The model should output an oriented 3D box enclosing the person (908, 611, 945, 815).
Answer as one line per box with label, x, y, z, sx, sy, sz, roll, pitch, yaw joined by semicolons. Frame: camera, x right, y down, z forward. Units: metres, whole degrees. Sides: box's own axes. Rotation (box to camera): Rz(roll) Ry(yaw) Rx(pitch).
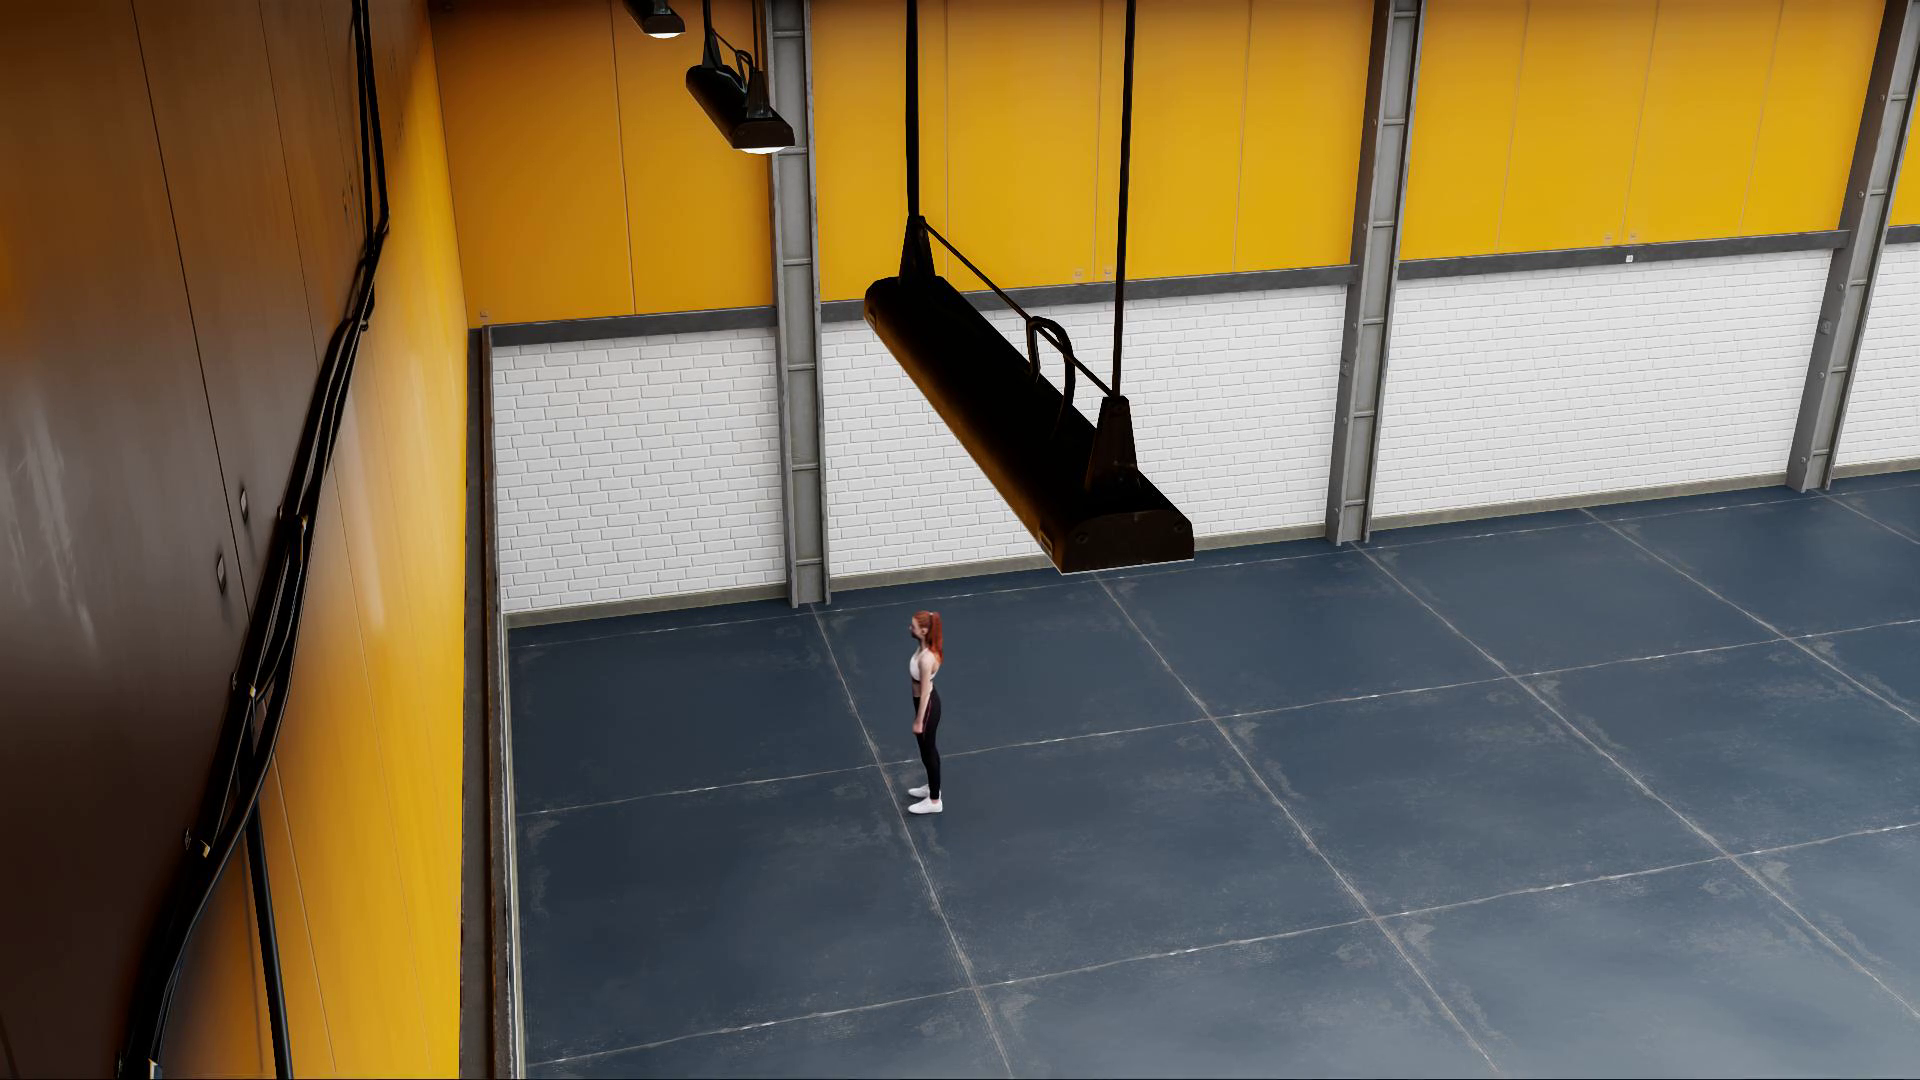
person;-0.259;1.337;13.052;0.617;1.740;0.645;1;24;2
